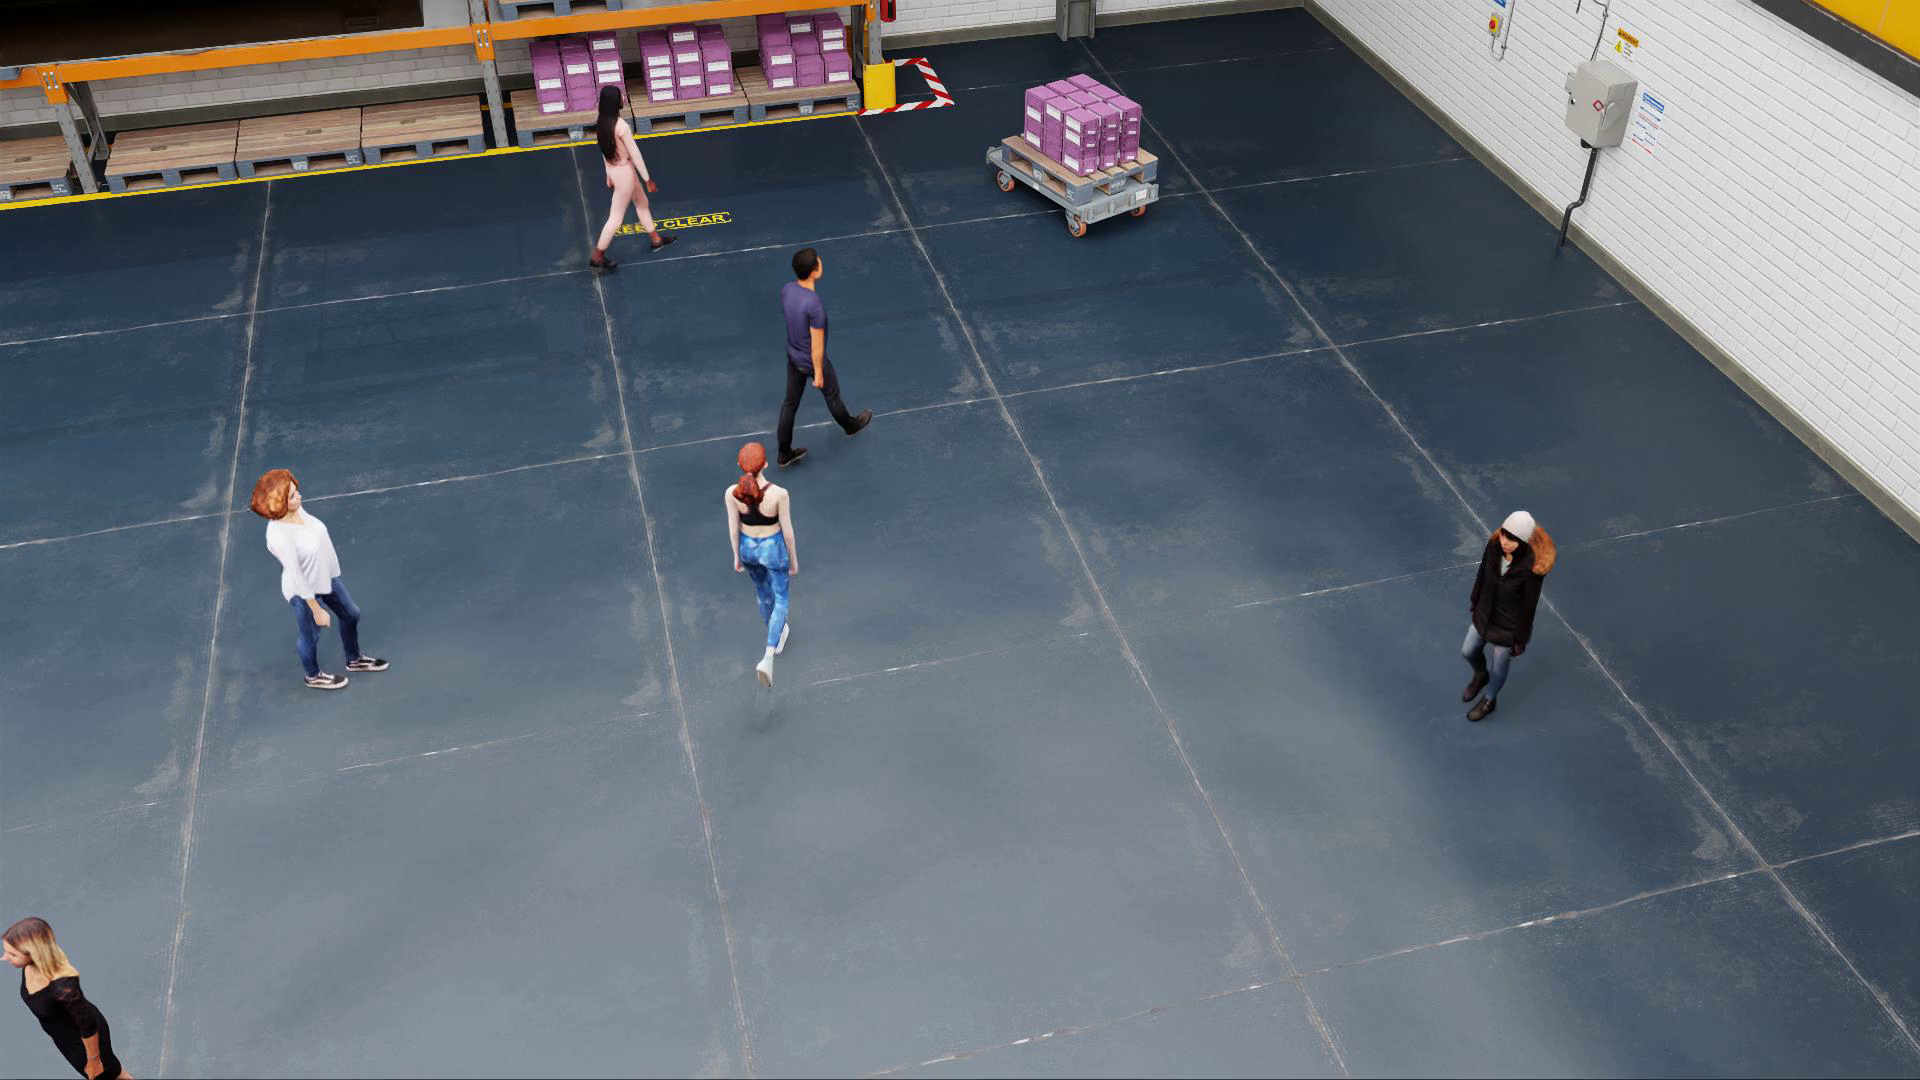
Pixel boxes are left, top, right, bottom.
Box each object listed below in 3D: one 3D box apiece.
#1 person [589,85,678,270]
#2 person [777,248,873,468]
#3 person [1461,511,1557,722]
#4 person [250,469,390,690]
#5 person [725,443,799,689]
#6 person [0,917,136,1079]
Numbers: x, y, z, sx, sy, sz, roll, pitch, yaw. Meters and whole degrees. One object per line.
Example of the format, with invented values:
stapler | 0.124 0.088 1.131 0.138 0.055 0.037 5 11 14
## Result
person | -3.074 -3.176 14.823 1.229 1.682 0.897 -25 45 -27
person | -1.218 -1.316 12.447 1.212 1.740 0.998 -30 47 -32
person | 3.420 0.444 10.337 0.756 1.624 0.740 -29 47 -31
person | -4.195 0.281 10.485 0.834 1.693 0.765 2 39 2
person | -1.252 0.176 10.557 1.022 1.768 0.866 3 39 4
person | -4.171 2.356 7.900 0.613 1.676 0.634 28 46 31
